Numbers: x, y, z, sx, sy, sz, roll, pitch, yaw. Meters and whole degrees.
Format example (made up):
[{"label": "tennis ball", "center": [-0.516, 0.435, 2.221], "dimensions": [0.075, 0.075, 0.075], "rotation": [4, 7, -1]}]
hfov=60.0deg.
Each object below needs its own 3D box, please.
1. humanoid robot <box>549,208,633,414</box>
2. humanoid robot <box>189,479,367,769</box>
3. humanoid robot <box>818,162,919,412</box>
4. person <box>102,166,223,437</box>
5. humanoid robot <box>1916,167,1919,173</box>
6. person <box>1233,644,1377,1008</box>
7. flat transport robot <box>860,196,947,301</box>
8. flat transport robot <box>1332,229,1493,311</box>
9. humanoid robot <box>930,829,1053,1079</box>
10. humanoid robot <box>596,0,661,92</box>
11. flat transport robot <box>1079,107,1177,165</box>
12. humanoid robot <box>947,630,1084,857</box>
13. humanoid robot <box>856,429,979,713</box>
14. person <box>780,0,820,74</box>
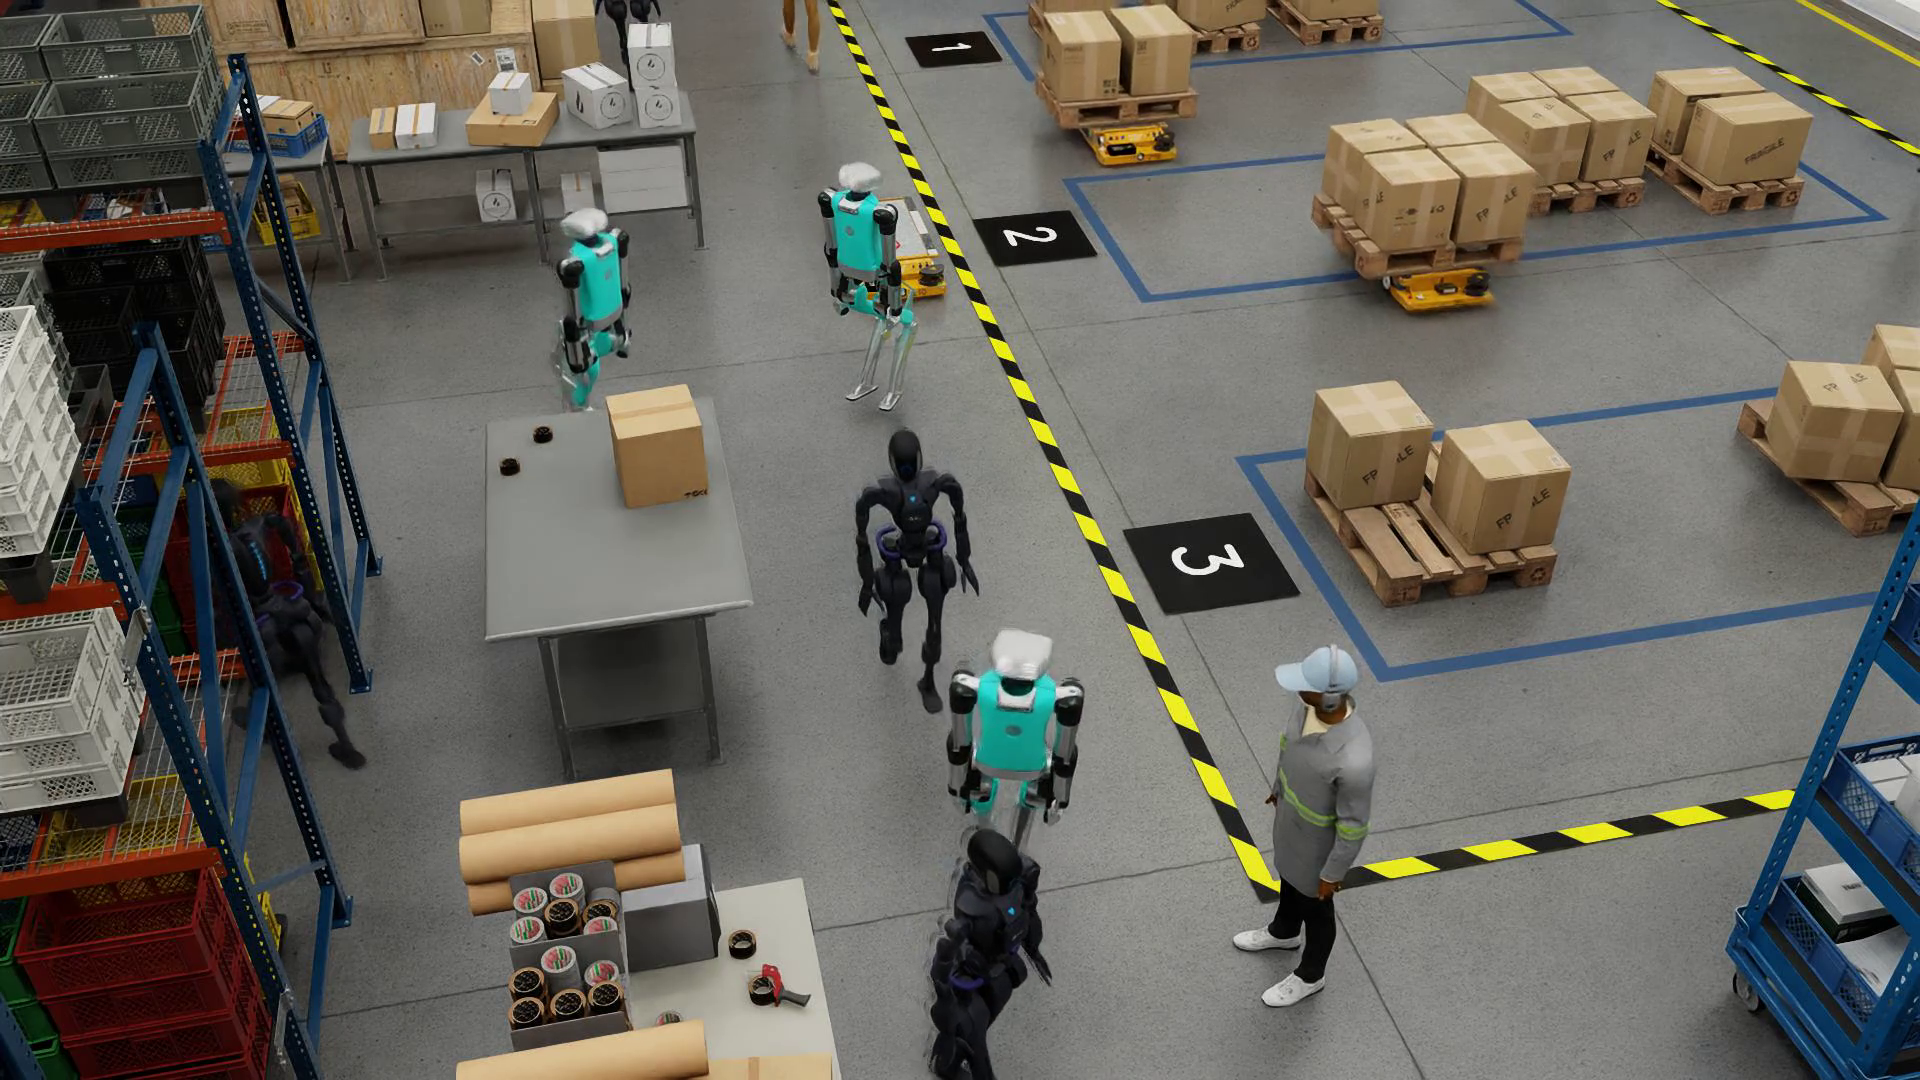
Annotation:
[{"label": "humanoid robot", "center": [-2.295, -1.212, 9.969], "dimensions": [1.050, 1.736, 0.540], "rotation": [19, 41, 24]}, {"label": "humanoid robot", "center": [-3.300, 0.379, 7.889], "dimensions": [0.757, 1.620, 0.612], "rotation": [21, 42, 26]}, {"label": "humanoid robot", "center": [-0.483, -1.628, 10.399], "dimensions": [0.533, 1.677, 0.735], "rotation": [20, 41, 25]}, {"label": "person", "center": [-4.941, -1.480, 10.235], "dimensions": [0.505, 1.838, 0.336], "rotation": [29, 45, 33]}, {"label": "humanoid robot", "center": [8.176, -3.575, 13.187], "dimensions": [0.590, 1.636, 0.646], "rotation": [-14, 39, -18]}, {"label": "person", "center": [1.382, 1.146, 6.687], "dimensions": [0.384, 1.849, 0.597], "rotation": [-8, 37, -11]}, {"label": "flat transport robot", "center": [-0.570, -2.220, 12.538], "dimensions": [0.659, 0.231, 1.431], "rotation": [-8, 37, -10]}, {"label": "flat transport robot", "center": [3.355, -2.158, 12.430], "dimensions": [0.652, 0.197, 1.431], "rotation": [-8, 37, -10]}, {"label": "humanoid robot", "center": [0.132, 1.659, 6.163], "dimensions": [0.722, 1.634, 0.596], "rotation": [28, 45, 32]}, {"label": "humanoid robot", "center": [-3.000, -4.891, 14.948], "dimensions": [0.584, 1.651, 0.387], "rotation": [-6, 37, -8]}, {"label": "flat transport robot", "center": [1.352, -3.653, 14.440], "dimensions": [0.652, 0.197, 1.431], "rotation": [-8, 37, -10]}, {"label": "humanoid robot", "center": [0.235, 0.966, 7.057], "dimensions": [0.554, 1.814, 0.788], "rotation": [4, 37, 5]}, {"label": "humanoid robot", "center": [-0.224, 0.094, 8.253], "dimensions": [0.608, 1.642, 0.507], "rotation": [-8, 37, -11]}, {"label": "person", "center": [-1.491, -5.427, 15.402], "dimensions": [0.645, 1.992, 1.009], "rotation": [-7, 37, -10]}]
